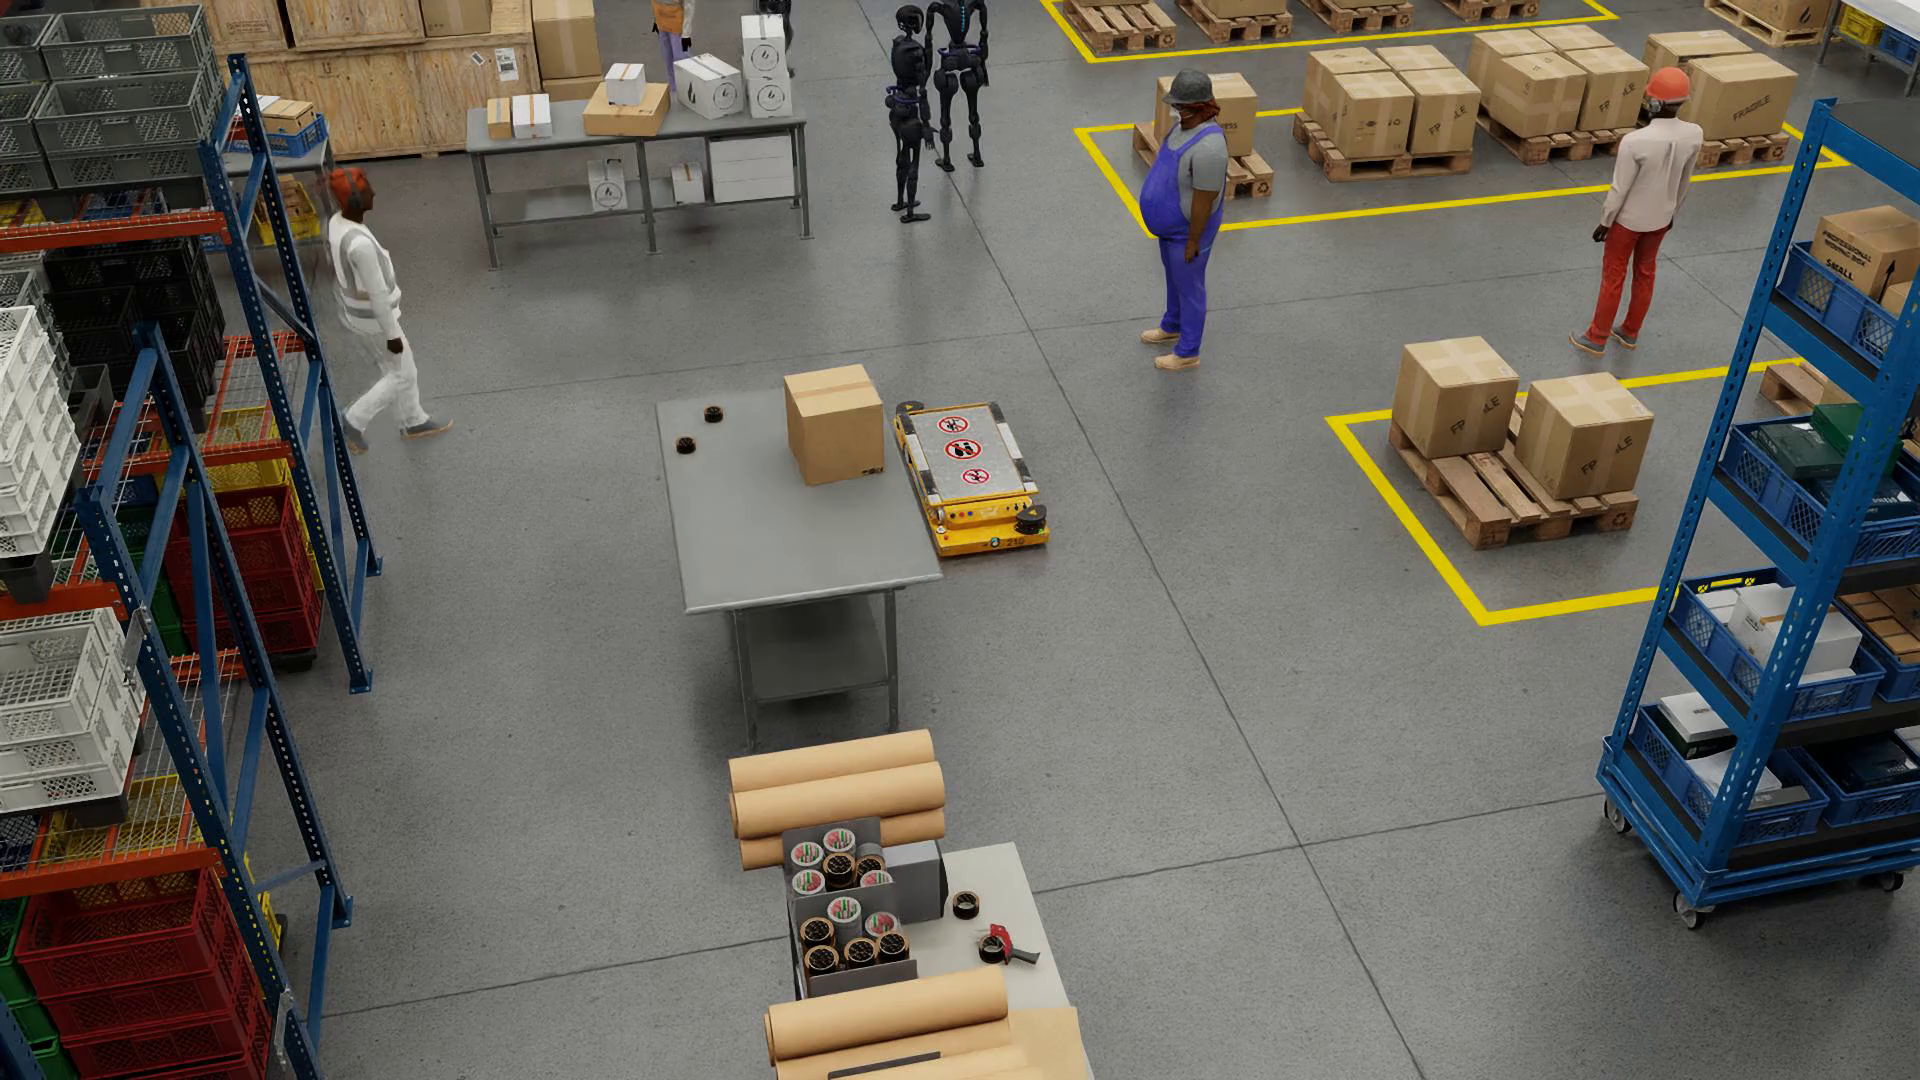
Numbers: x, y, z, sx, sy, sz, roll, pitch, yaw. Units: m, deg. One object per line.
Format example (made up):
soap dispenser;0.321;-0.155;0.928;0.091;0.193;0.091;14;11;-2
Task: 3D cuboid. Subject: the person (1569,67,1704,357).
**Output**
person;4.487;-2.148;10.995;0.607;1.996;0.376;-11;38;-15

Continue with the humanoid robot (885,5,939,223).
humanoid robot;-0.382;-3.273;12.773;0.320;1.658;0.582;-13;39;-17

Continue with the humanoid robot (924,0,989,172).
humanoid robot;-0.023;-3.853;13.552;0.564;1.650;0.350;-12;38;-16

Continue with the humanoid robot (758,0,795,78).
humanoid robot;-1.606;-5.068;15.195;0.521;1.642;0.577;15;39;20

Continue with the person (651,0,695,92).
person;-2.447;-4.377;14.047;0.373;1.925;0.593;-23;42;-27

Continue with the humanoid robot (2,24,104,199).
humanoid robot;-6.880;-3.109;12.569;0.650;1.639;0.578;-11;38;-14

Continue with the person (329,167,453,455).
person;-3.567;-1.351;10.030;0.648;1.861;0.585;-18;40;-22

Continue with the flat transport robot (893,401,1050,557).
flat transport robot;0.046;-0.430;10.108;0.652;0.197;1.431;-8;37;-10

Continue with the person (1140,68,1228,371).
person;1.437;-2.112;10.909;0.536;2.000;0.676;-5;37;-6
